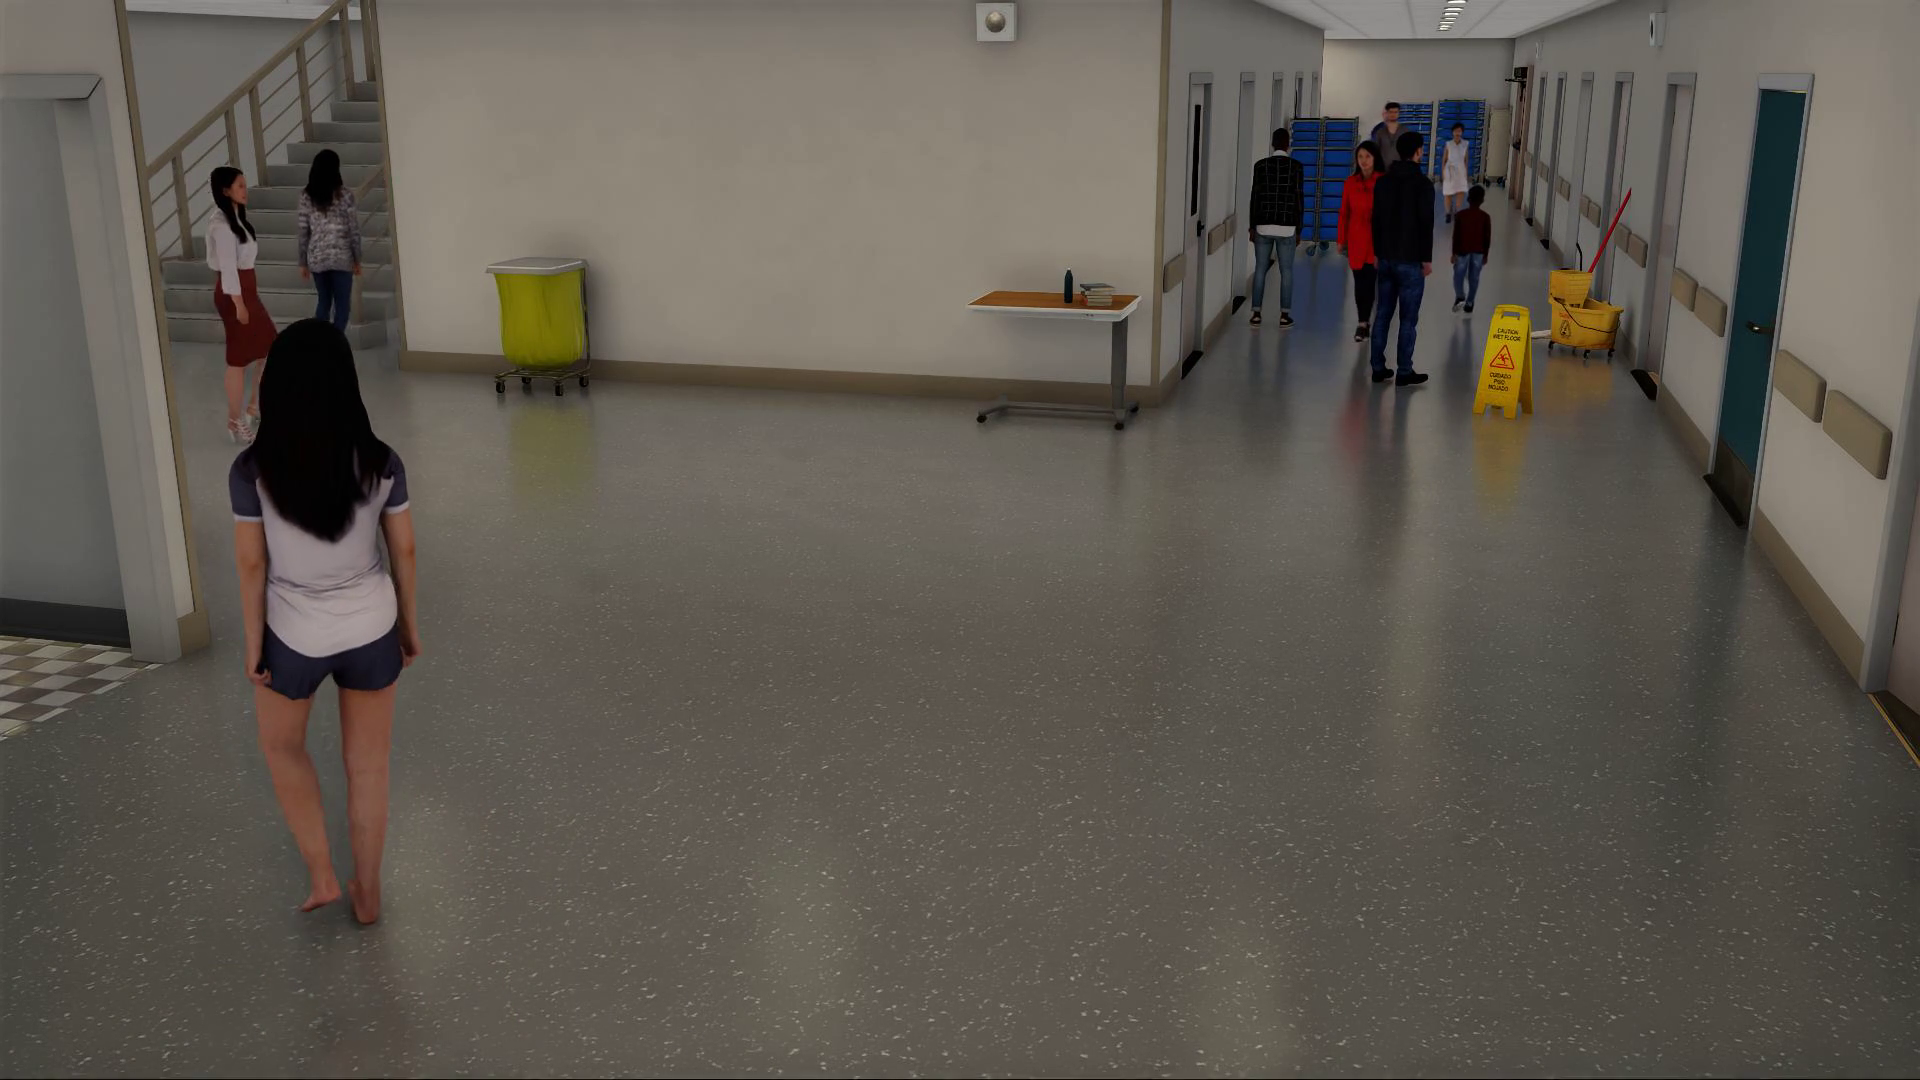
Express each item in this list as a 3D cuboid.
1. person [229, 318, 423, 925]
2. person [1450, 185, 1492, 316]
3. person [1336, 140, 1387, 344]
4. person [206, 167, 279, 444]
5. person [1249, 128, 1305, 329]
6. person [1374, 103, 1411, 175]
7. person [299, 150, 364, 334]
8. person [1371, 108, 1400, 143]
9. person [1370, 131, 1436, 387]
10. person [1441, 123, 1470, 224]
[{"bbox_3d":[-1.672,0.275,4.428,0.733,1.698,0.788,-8,18,-27],"label":"person"},{"bbox_3d":[4.973,-2.812,16.208,0.515,1.247,0.528,3,16,12],"label":"person"},{"bbox_3d":[3.573,-2.597,14.569,0.748,1.723,0.966,8,17,25],"label":"person"},{"bbox_3d":[-4.636,-1.459,10.506,0.781,1.737,0.671,-2,16,-8],"label":"person"},{"bbox_3d":[2.942,-2.912,15.512,0.656,1.816,0.549,5,16,17],"label":"person"},{"bbox_3d":[6.036,-5.134,23.270,0.665,1.883,1.005,4,16,16],"label":"person"},{"bbox_3d":[-4.978,-2.179,13.142,0.787,1.692,1.116,-1,16,-3],"label":"person"},{"bbox_3d":[6.438,-5.624,25.126,0.859,1.820,1.055,-1,16,-3],"label":"person"},{"bbox_3d":[3.340,-2.134,12.610,0.775,1.894,0.760,-13,20,-38],"label":"person"},{"bbox_3d":[7.723,-5.720,25.986,0.599,1.537,0.662,3,16,10],"label":"person"}]
